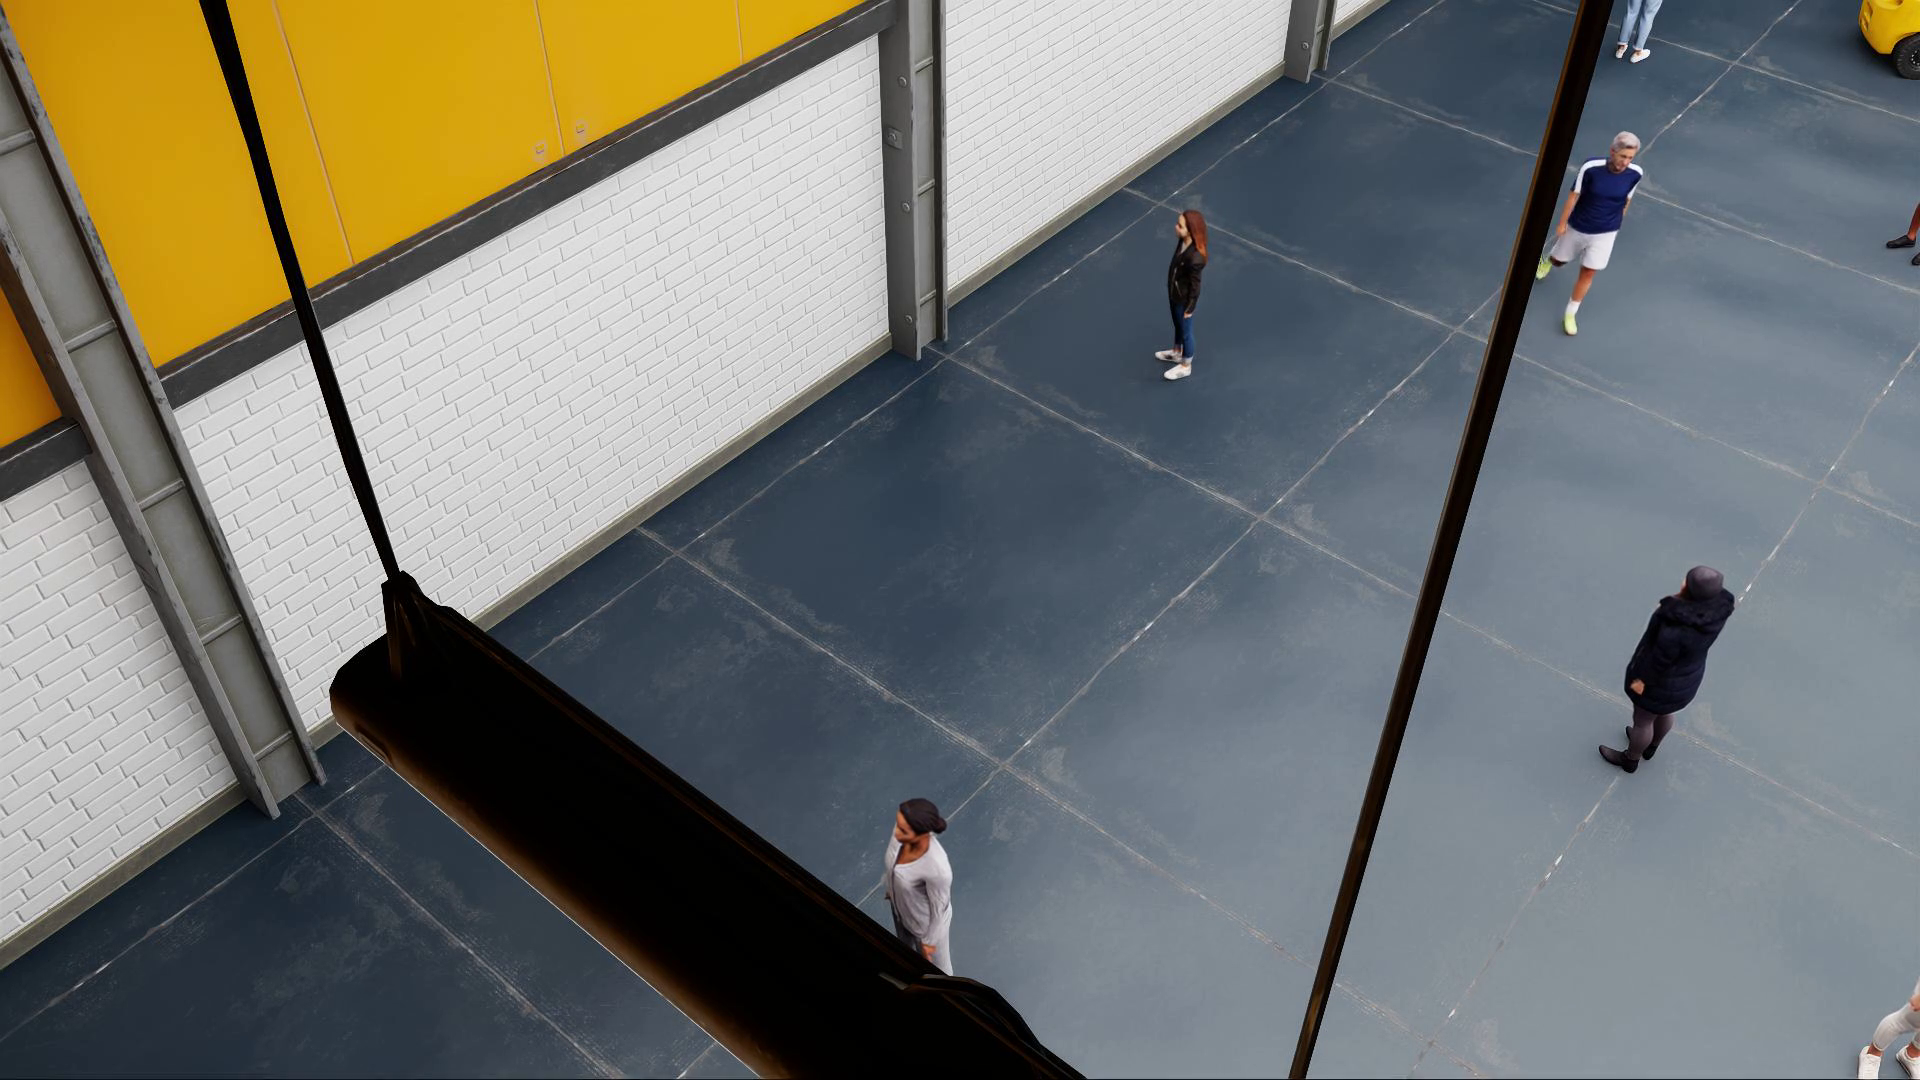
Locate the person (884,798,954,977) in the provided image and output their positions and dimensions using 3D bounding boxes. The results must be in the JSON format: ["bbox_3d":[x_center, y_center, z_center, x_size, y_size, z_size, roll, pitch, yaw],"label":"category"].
[{"bbox_3d":[-0.208,1.915,8.707,0.645,1.736,0.688,-24,49,-23],"label":"person"}]

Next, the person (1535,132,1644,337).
[{"bbox_3d":[5.068,-2.572,13.370,1.016,1.801,1.184,8,44,8],"label":"person"}]

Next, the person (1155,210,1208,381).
[{"bbox_3d":[1.746,-1.918,12.914,0.675,1.483,0.637,-8,44,-8],"label":"person"}]

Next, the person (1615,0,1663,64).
[{"bbox_3d":[6.910,-5.632,16.637,0.614,1.723,0.524,30,51,28],"label":"person"}]

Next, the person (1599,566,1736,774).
[{"bbox_3d":[4.241,0.774,9.948,0.678,1.675,0.800,-26,49,-25],"label":"person"}]
